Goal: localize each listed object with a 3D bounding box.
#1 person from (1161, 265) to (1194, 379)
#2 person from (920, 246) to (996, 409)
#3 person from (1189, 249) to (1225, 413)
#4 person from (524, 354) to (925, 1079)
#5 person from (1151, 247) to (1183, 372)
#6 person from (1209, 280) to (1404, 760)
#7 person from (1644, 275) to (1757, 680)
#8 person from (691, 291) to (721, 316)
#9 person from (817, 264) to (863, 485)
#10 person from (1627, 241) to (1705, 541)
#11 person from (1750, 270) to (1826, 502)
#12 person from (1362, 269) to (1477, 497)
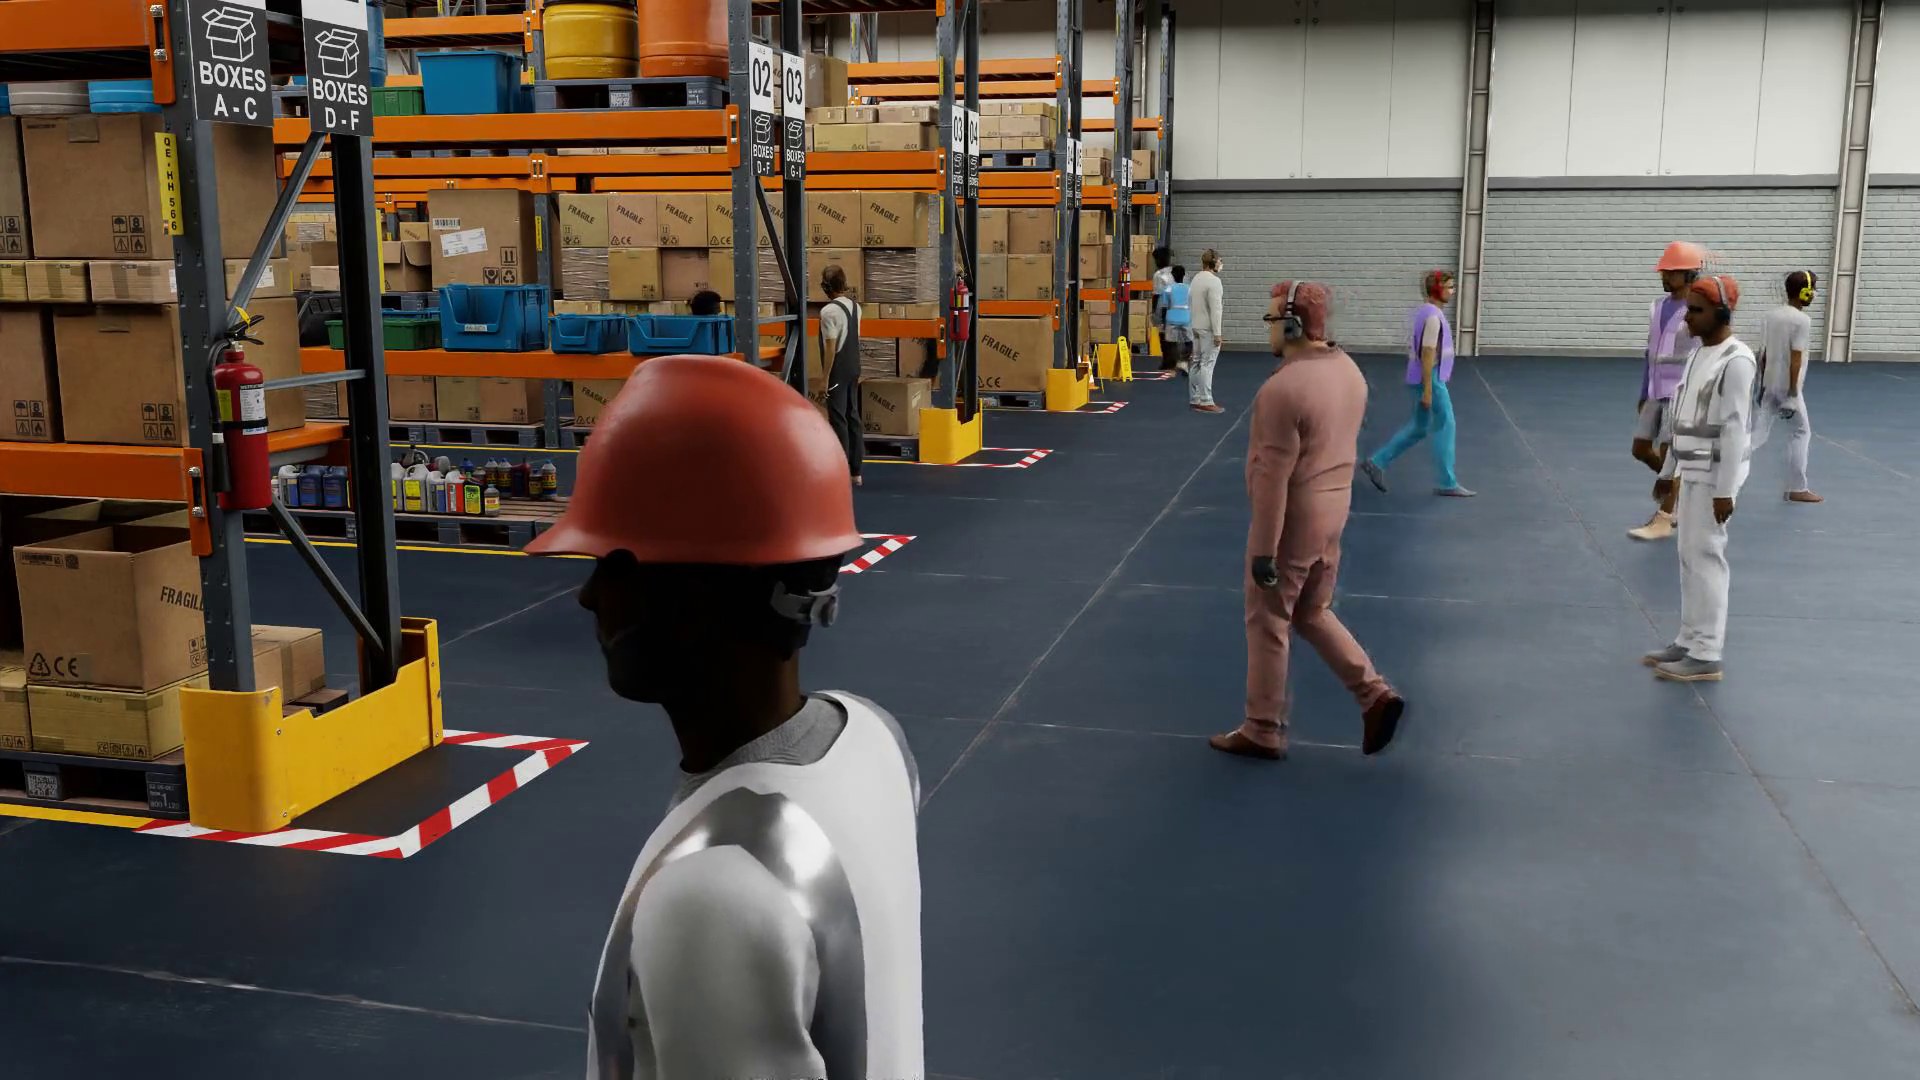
[{"bbox_3d":[3.229,-3.197,24.457,0.556,1.676,0.442,1,10,6],"label":"person"},{"bbox_3d":[-0.066,-2.482,19.490,0.984,2.000,0.703,2,10,8],"label":"person"},{"bbox_3d":[2.925,-2.471,19.713,0.355,1.937,0.635,-3,11,-18],"label":"person"},{"bbox_3d":[-0.209,0.792,1.632,0.368,1.939,0.542,1,10,8],"label":"person"},{"bbox_3d":[3.186,-3.568,25.804,0.650,1.932,0.426,-8,13,-38],"label":"person"},{"bbox_3d":[1.335,-0.048,6.407,0.663,1.890,0.657,9,14,42],"label":"person"},{"bbox_3d":[3.486,-0.289,7.796,0.373,1.878,0.587,1,10,5],"label":"person"},{"bbox_3d":[-1.810,-0.984,12.235,0.777,1.670,0.552,3,11,17],"label":"person"},{"bbox_3d":[-0.996,-1.335,13.692,0.346,1.841,0.506,6,12,28],"label":"person"},{"bbox_3d":[4.867,-0.998,11.290,0.553,2.032,0.624,-3,11,-14],"label":"person"},{"bbox_3d":[6.297,-1.174,12.862,0.939,1.828,0.527,-2,10,-11],"label":"person"},{"bbox_3d":[3.699,-1.250,13.288,0.835,1.821,0.573,2,10,11],"label":"person"}]
